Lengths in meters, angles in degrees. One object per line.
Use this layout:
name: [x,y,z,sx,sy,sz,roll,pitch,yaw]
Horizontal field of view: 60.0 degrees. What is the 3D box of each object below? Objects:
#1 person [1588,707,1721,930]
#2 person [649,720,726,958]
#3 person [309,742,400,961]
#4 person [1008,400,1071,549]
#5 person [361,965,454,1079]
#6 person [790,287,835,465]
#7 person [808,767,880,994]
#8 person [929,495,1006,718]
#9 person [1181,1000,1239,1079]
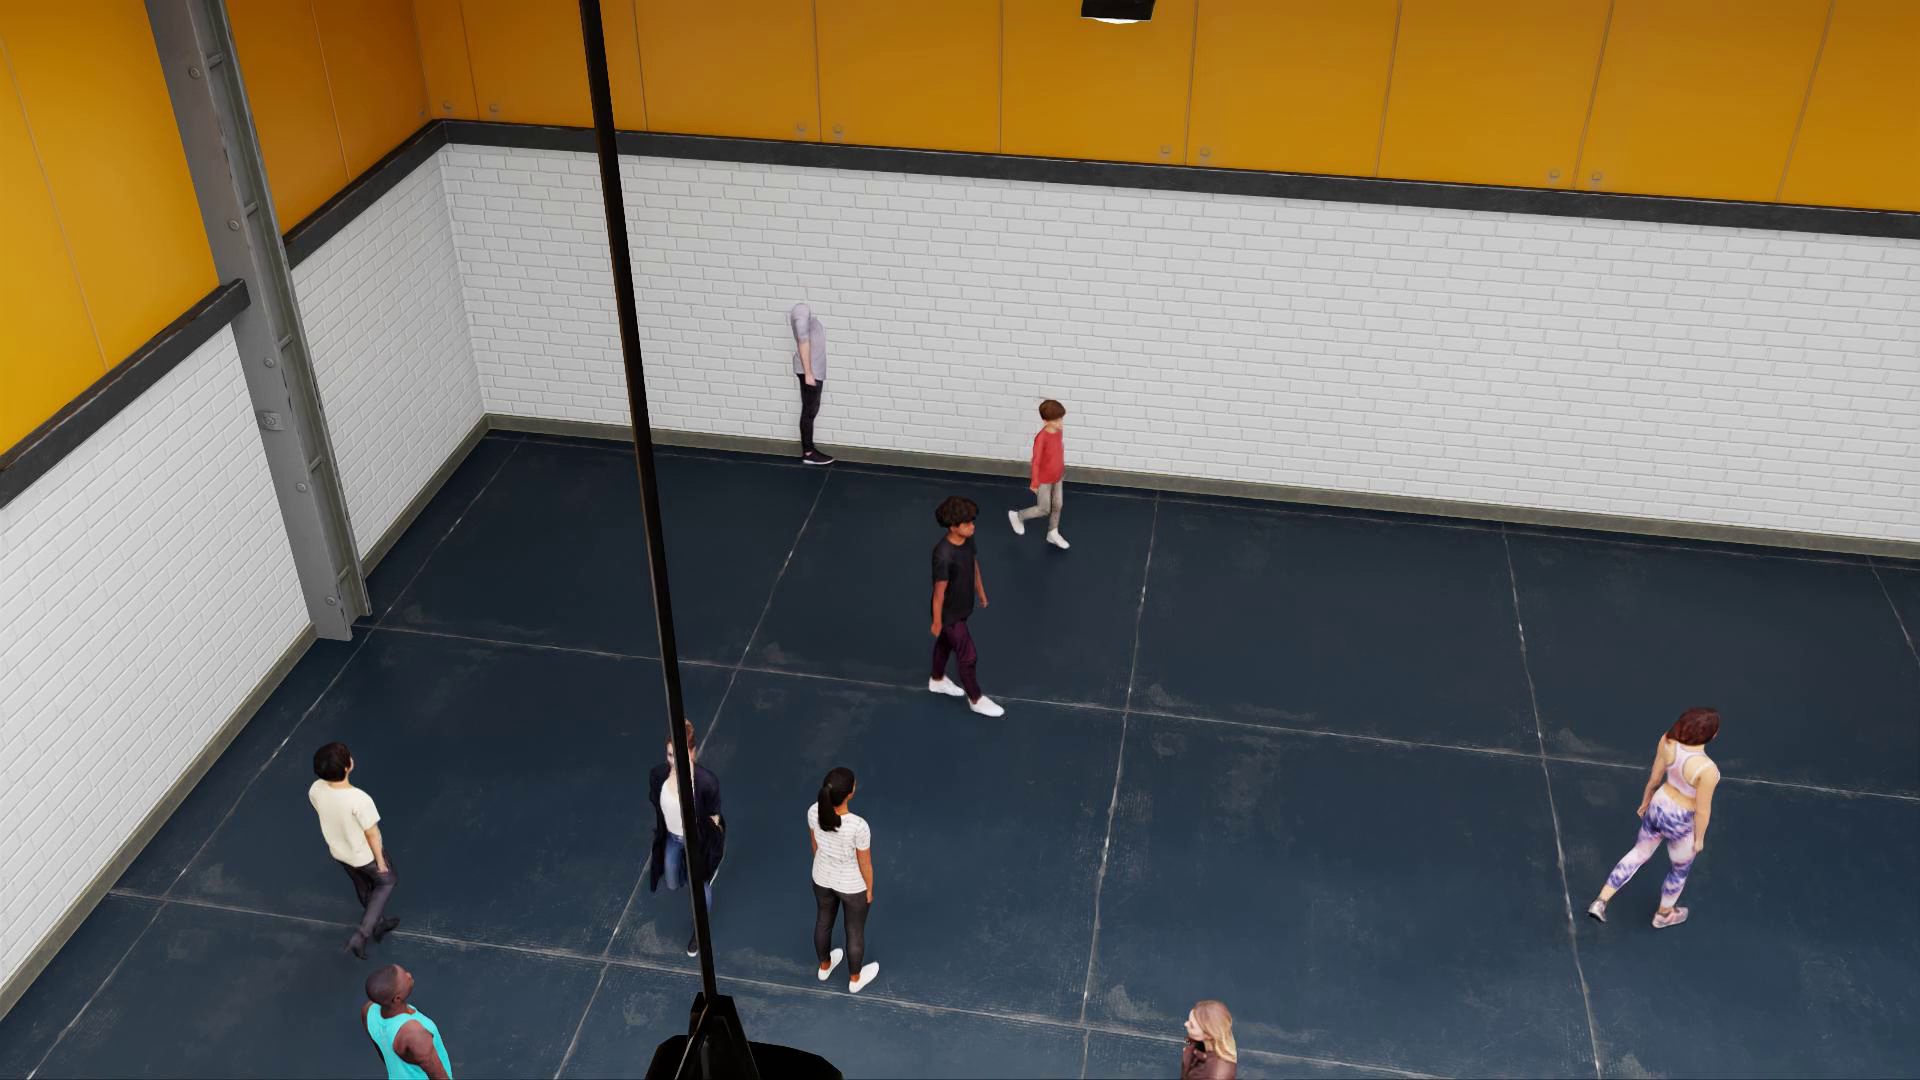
person: [4.290,1.730,10.117,0.998,1.757,0.985,-17,37,-23]
person: [-1.620,1.760,10.146,0.662,1.675,0.801,10,35,14]
person: [-3.660,1.909,10.010,0.672,1.577,0.789,12,35,17]
person: [0.669,-0.566,13.894,0.788,1.400,0.796,19,38,27]
person: [-2.749,2.810,8.444,0.665,1.811,0.634,19,38,26]
person: [-1.356,-1.581,15.027,0.760,1.835,0.568,1,34,2]
person: [-0.703,1.999,9.815,0.613,1.643,0.597,15,37,22]
person: [-0.118,0.441,12.054,0.822,1.758,0.887,12,36,18]
person: [1.316,2.933,8.366,0.742,1.692,0.769,0,34,0]
